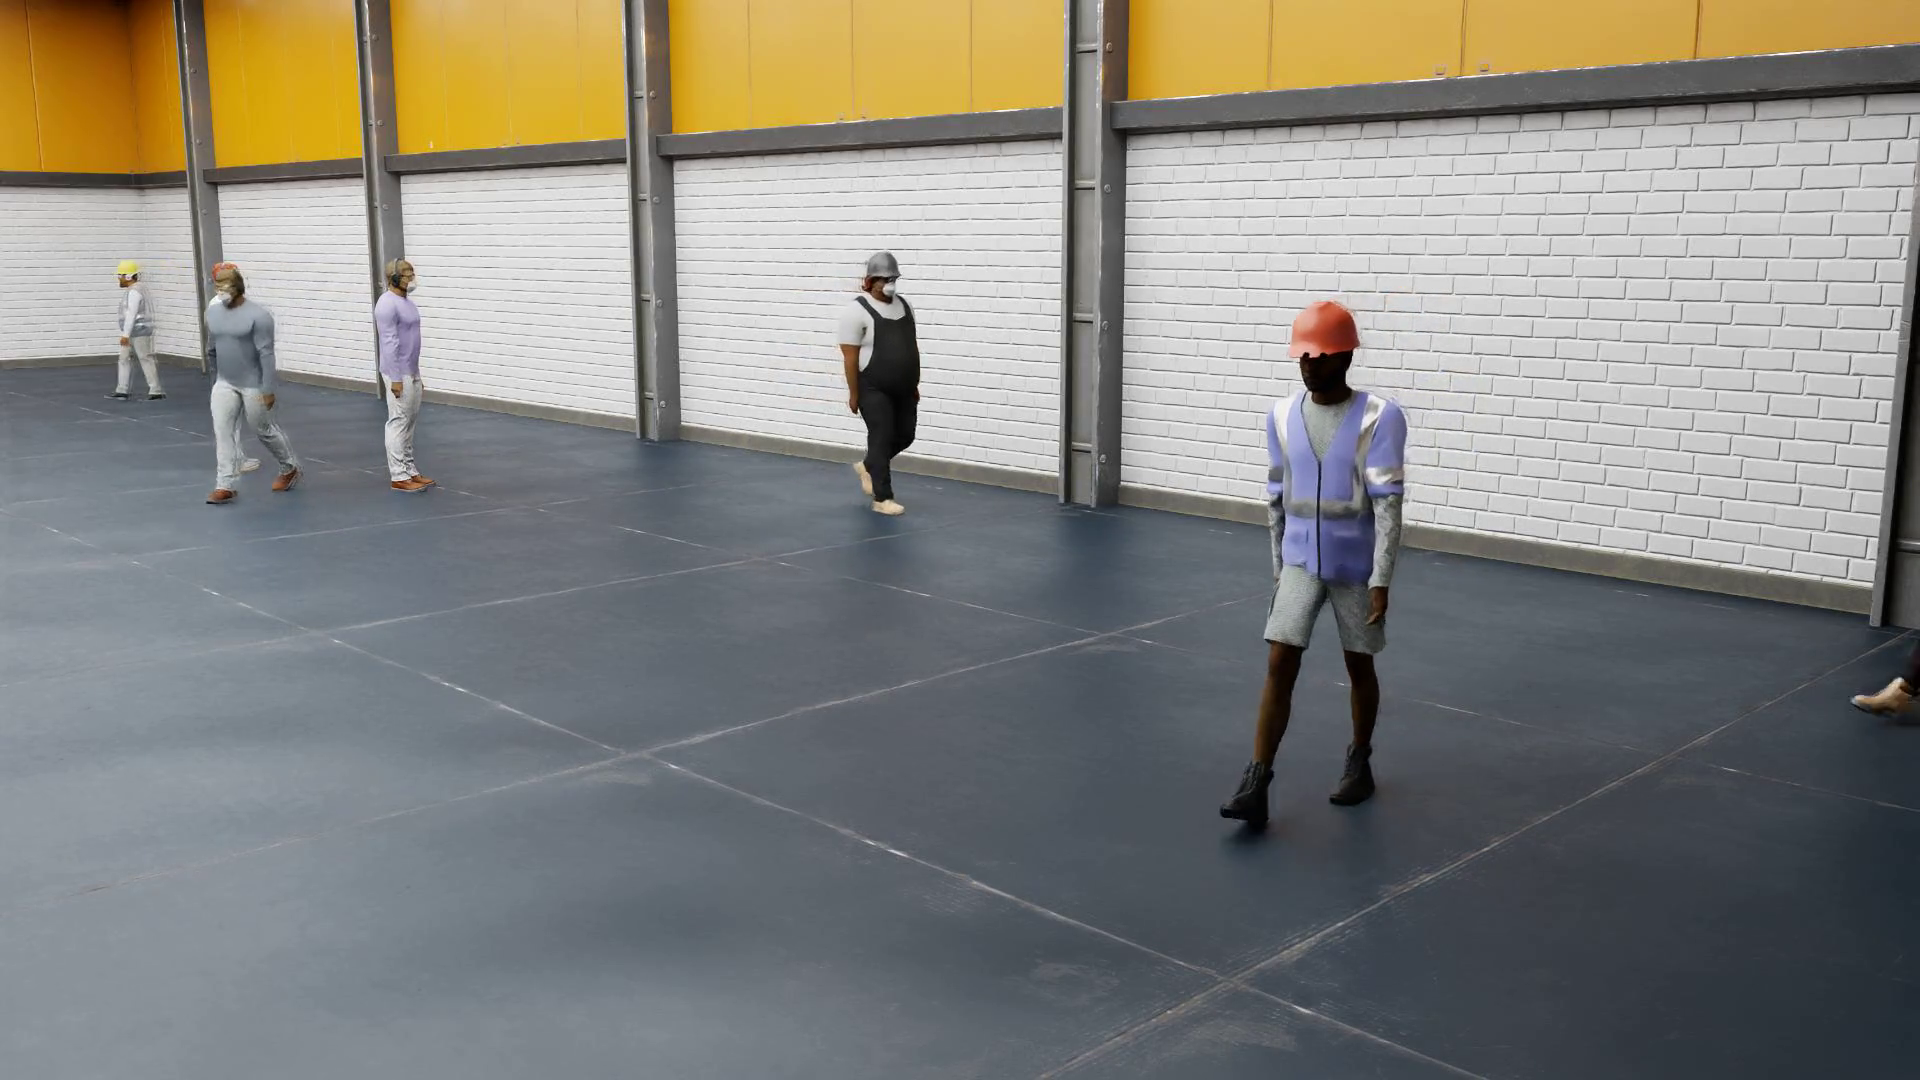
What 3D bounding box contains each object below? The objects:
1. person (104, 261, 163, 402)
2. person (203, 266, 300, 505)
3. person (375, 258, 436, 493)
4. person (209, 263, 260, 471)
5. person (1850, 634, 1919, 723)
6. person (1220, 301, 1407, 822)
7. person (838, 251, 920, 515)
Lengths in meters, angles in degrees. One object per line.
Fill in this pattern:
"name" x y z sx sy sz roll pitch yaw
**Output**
"person" -10.643 -2.644 21.220 0.791 1.803 0.596 -6 12 -28
"person" -5.781 -1.271 13.490 0.639 1.900 0.989 2 11 12
"person" -4.646 -1.371 13.900 0.372 1.940 0.632 0 10 -2
"person" -6.628 -1.572 15.145 0.345 1.882 0.584 -3 11 -18
"person" 4.275 0.028 7.033 0.813 1.663 0.539 0 10 -2
"person" 1.302 0.103 5.997 0.568 1.891 0.957 7 12 33
"person" -0.623 -1.234 12.871 0.688 2.000 0.710 -10 14 -44
